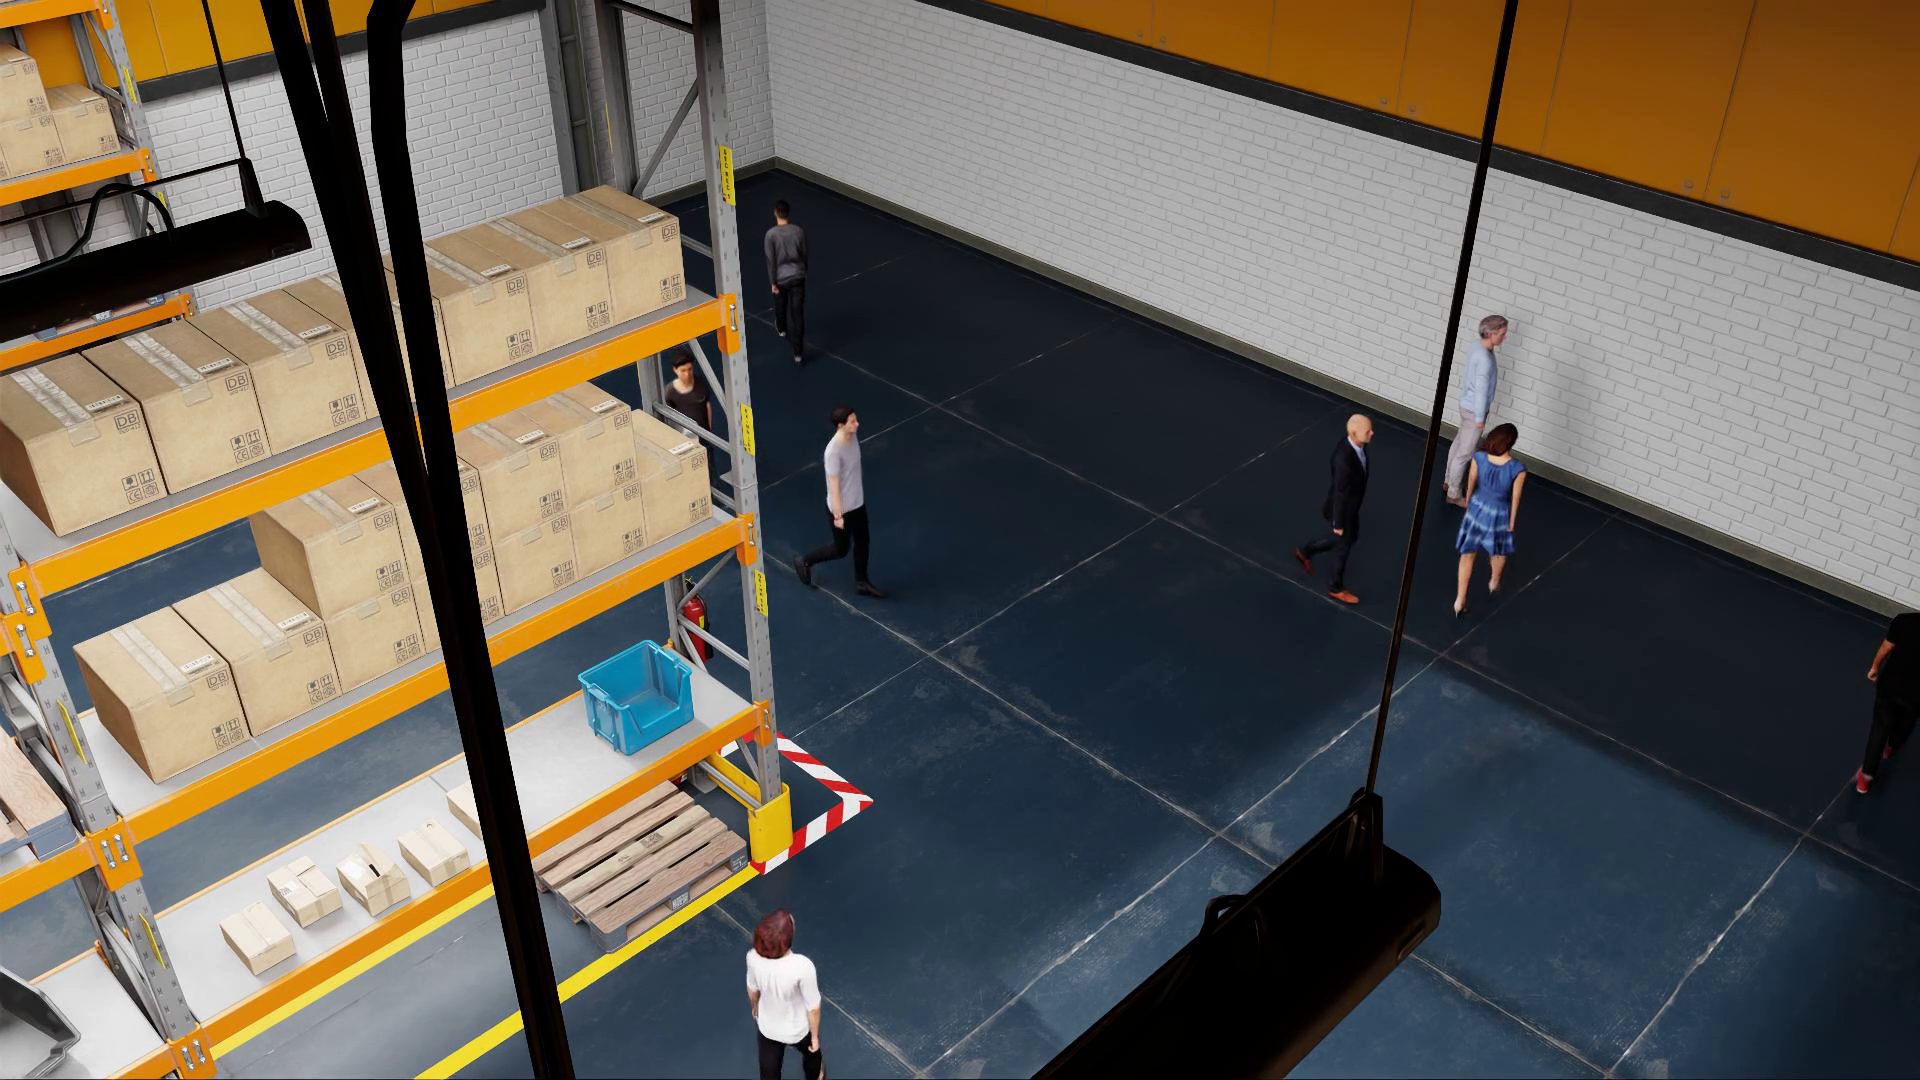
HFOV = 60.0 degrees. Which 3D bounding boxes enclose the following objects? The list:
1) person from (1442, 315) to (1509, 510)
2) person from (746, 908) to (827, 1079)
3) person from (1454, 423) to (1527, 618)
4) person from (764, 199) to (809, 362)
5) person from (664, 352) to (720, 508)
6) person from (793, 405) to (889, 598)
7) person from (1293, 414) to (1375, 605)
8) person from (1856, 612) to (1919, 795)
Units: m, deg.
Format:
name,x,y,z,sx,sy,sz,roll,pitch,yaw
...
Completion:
name,x,y,z,sx,sy,sz,roll,pitch,yaw
person,4.733,-1.209,15.319,0.813,1.889,0.702,8,34,11
person,-1.024,2.831,9.363,0.969,1.753,1.188,9,35,13
person,4.341,-0.110,13.765,0.759,1.780,0.986,21,39,28
person,-1.809,-2.743,17.788,1.150,1.712,1.096,-6,34,-9
person,-2.488,-1.000,15.189,0.966,1.685,0.883,-16,37,-22
person,-1.051,-0.306,14.004,0.980,1.841,1.101,13,36,19
person,3.164,-0.299,14.040,0.903,1.790,0.932,16,37,22
person,6.817,1.100,11.996,0.808,1.723,1.092,18,38,25
